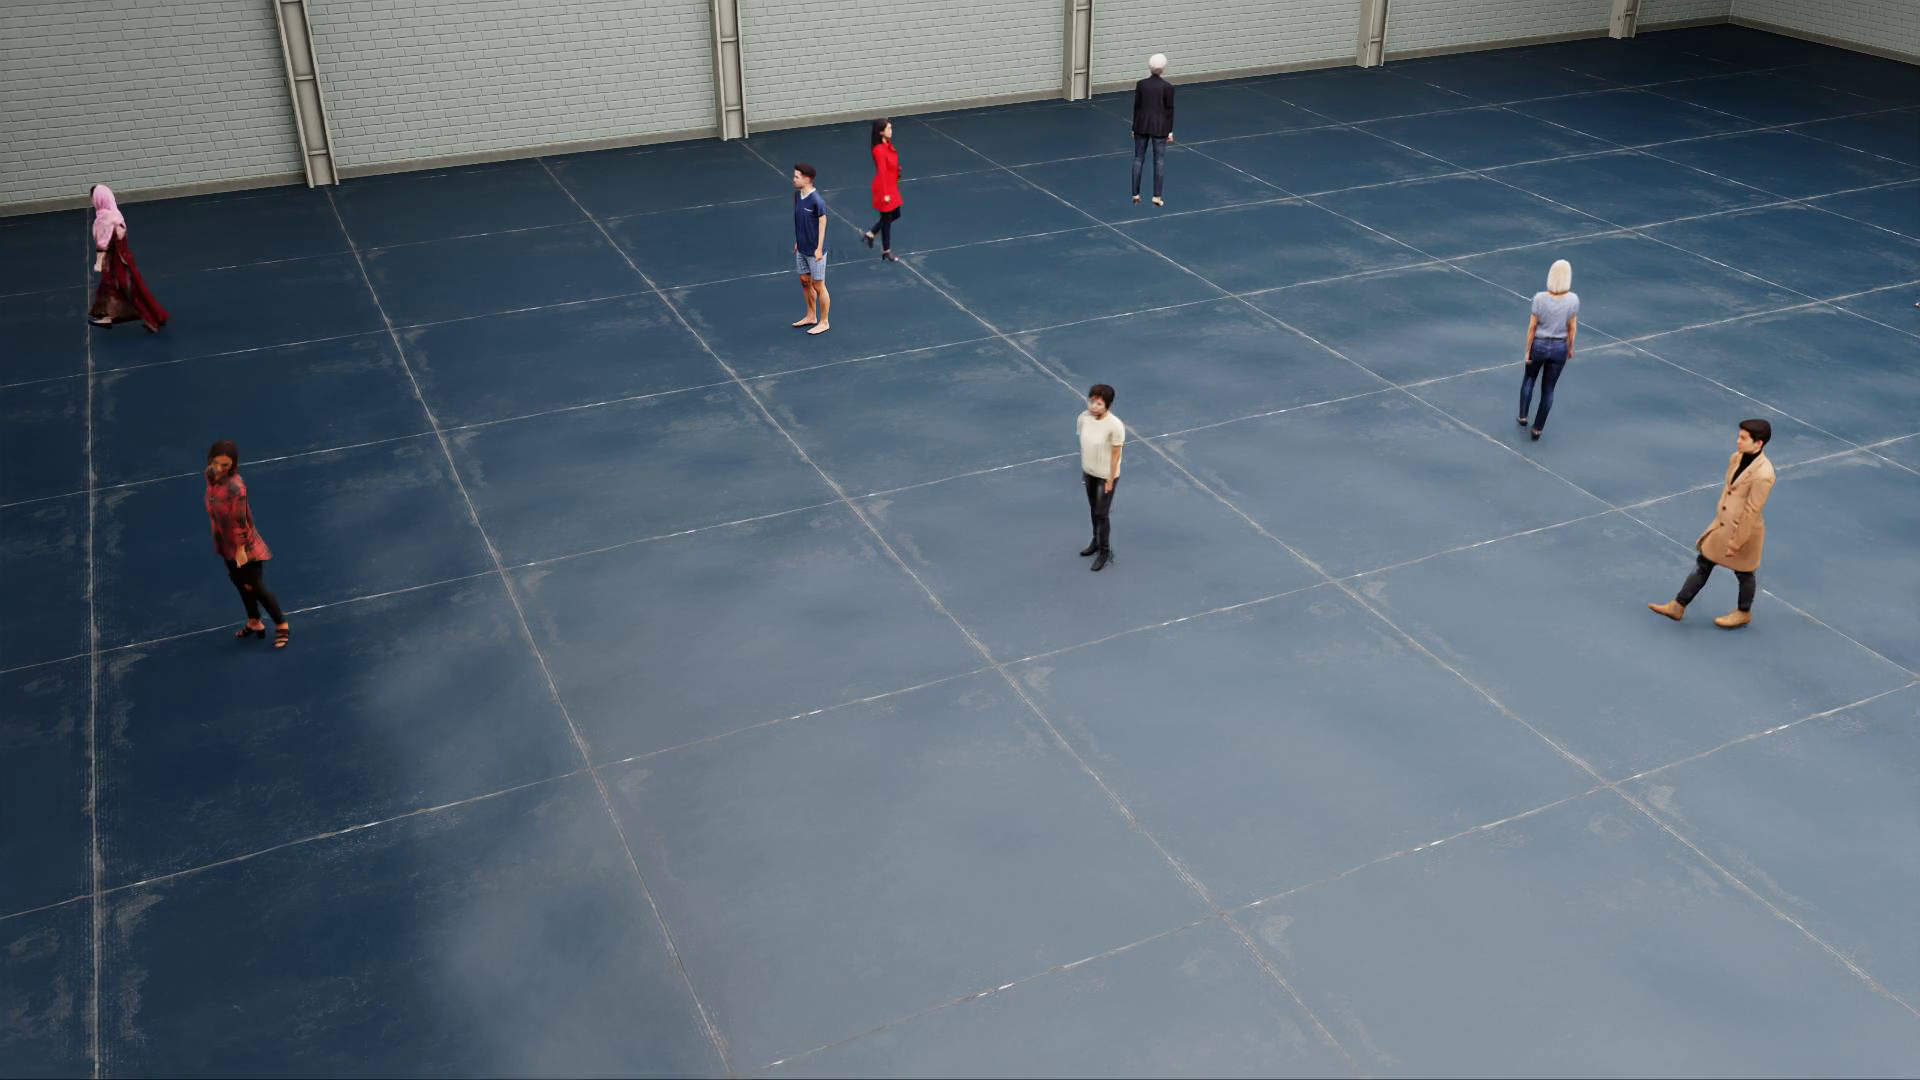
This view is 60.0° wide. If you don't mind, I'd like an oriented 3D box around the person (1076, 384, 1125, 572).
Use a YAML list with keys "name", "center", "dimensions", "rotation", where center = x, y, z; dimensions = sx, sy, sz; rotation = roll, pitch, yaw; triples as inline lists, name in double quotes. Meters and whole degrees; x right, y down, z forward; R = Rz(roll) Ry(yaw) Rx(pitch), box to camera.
- name: "person"
  center: [1.125, -0.536, 13.239]
  dimensions: [0.668, 1.574, 0.657]
  rotation: [-18, 33, -30]

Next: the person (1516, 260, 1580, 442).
- name: "person"
  center: [5.428, -1.721, 15.320]
  dimensions: [0.786, 1.710, 0.844]
  rotation: [9, 29, 16]

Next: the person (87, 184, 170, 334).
- name: "person"
  center: [-8.940, -2.991, 17.807]
  dimensions: [1.129, 1.615, 0.772]
  rotation: [-7, 29, -12]

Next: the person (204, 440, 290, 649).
- name: "person"
  center: [-5.280, 0.005, 12.117]
  dimensions: [0.688, 1.675, 0.749]
  rotation: [-15, 31, -26]

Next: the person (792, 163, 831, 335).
- name: "person"
  center: [-1.599, -3.147, 17.855]
  dimensions: [0.625, 1.844, 0.672]
  rotation: [-21, 35, -34]

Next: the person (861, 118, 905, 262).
- name: "person"
  center: [-0.973, -4.170, 19.890]
  dimensions: [0.904, 1.738, 0.824]
  rotation: [5, 28, 9]

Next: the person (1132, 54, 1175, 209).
- name: "person"
  center: [2.192, -4.750, 19.250]
  dimensions: [0.829, 1.778, 0.784]
  rotation: [12, 30, 21]

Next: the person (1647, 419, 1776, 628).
- name: "person"
  center: [5.830, -0.092, 12.277]
  dimensions: [1.125, 1.695, 0.882]
  rotation: [-3, 28, -6]
